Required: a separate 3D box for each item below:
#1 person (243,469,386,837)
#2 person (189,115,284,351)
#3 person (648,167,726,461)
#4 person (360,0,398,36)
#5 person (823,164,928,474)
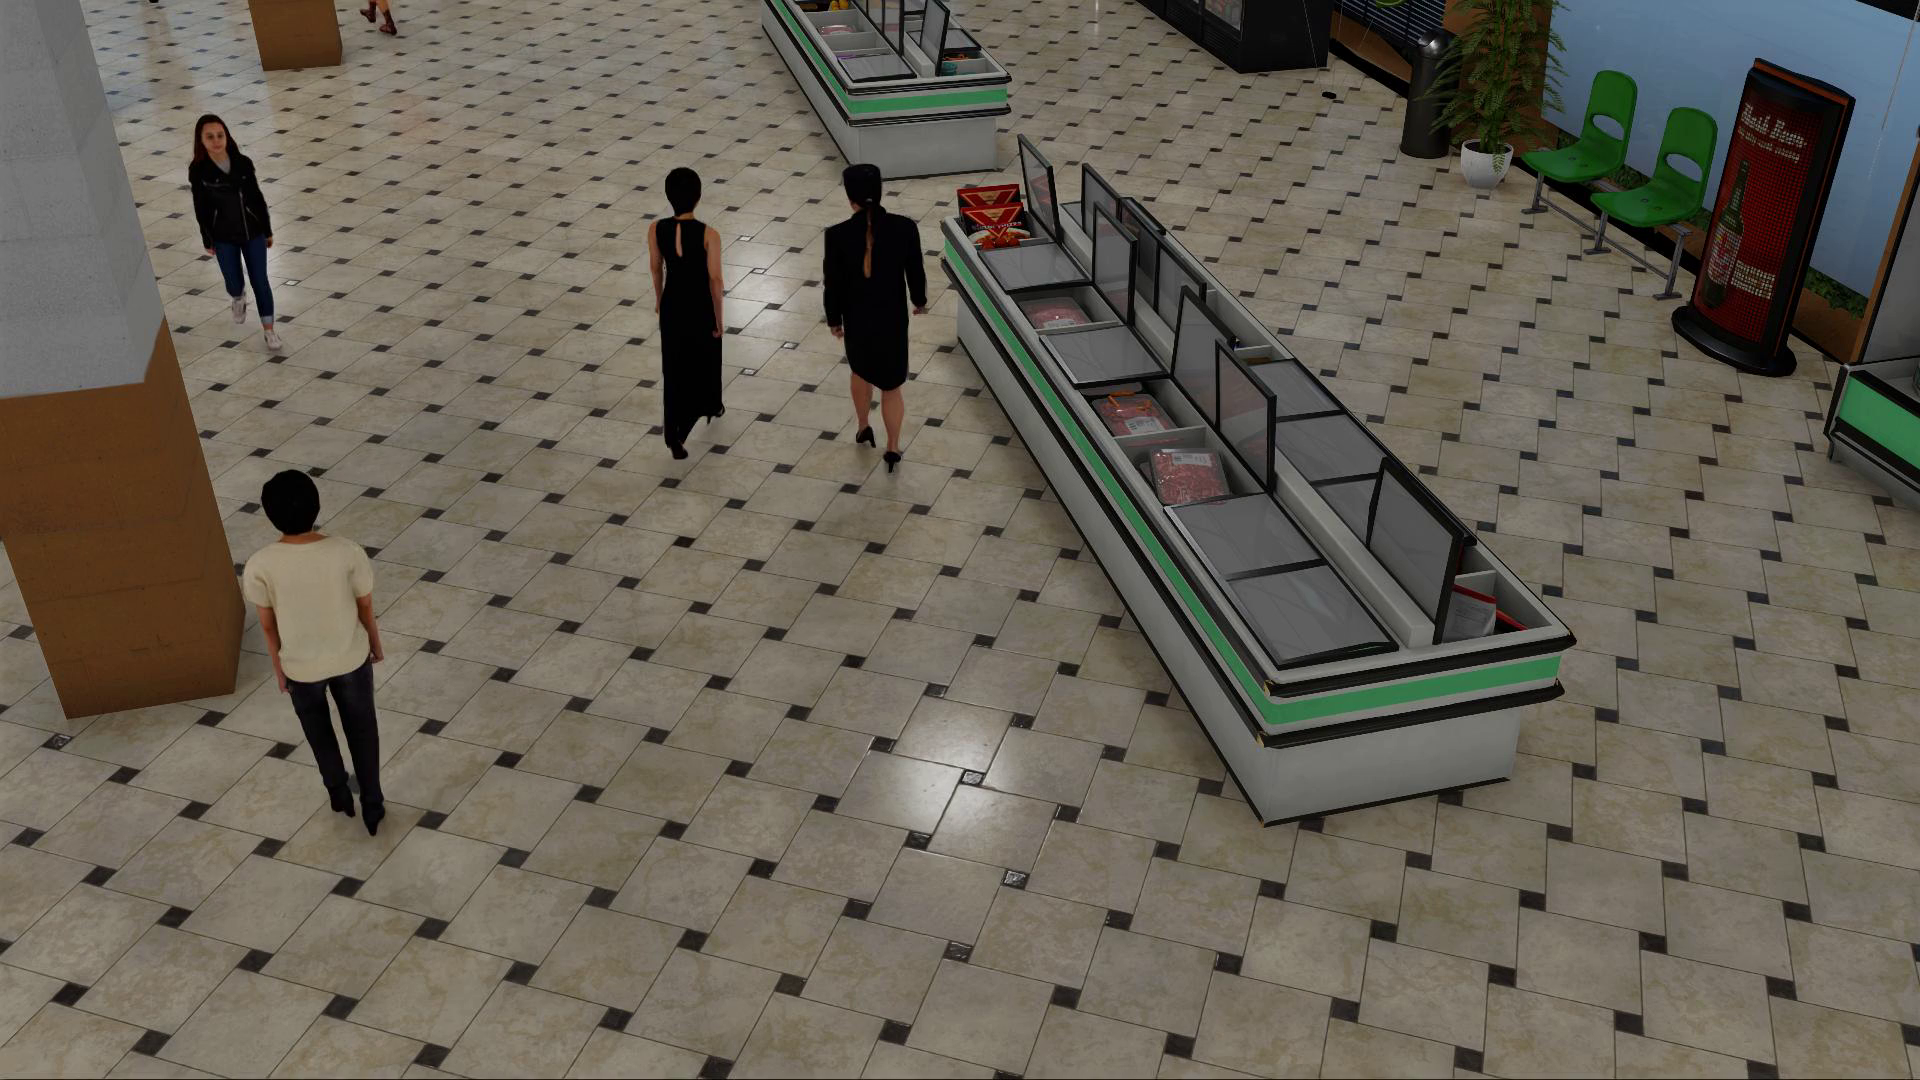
[{"bbox_3d":[-2.388,0.494,6.284,0.630,1.576,0.615,-12,34,-19],"label":"person"},{"bbox_3d":[-4.467,-1.911,10.252,0.678,1.469,0.864,-17,36,-25],"label":"person"},{"bbox_3d":[-1.492,-1.163,8.963,0.850,1.559,1.117,3,32,5],"label":"person"},{"bbox_3d":[-5.762,-5.821,16.318,1.044,1.698,0.928,23,39,32],"label":"person"},{"bbox_3d":[-0.447,-1.115,8.803,0.756,1.647,0.745,-3,32,-5],"label":"person"}]
